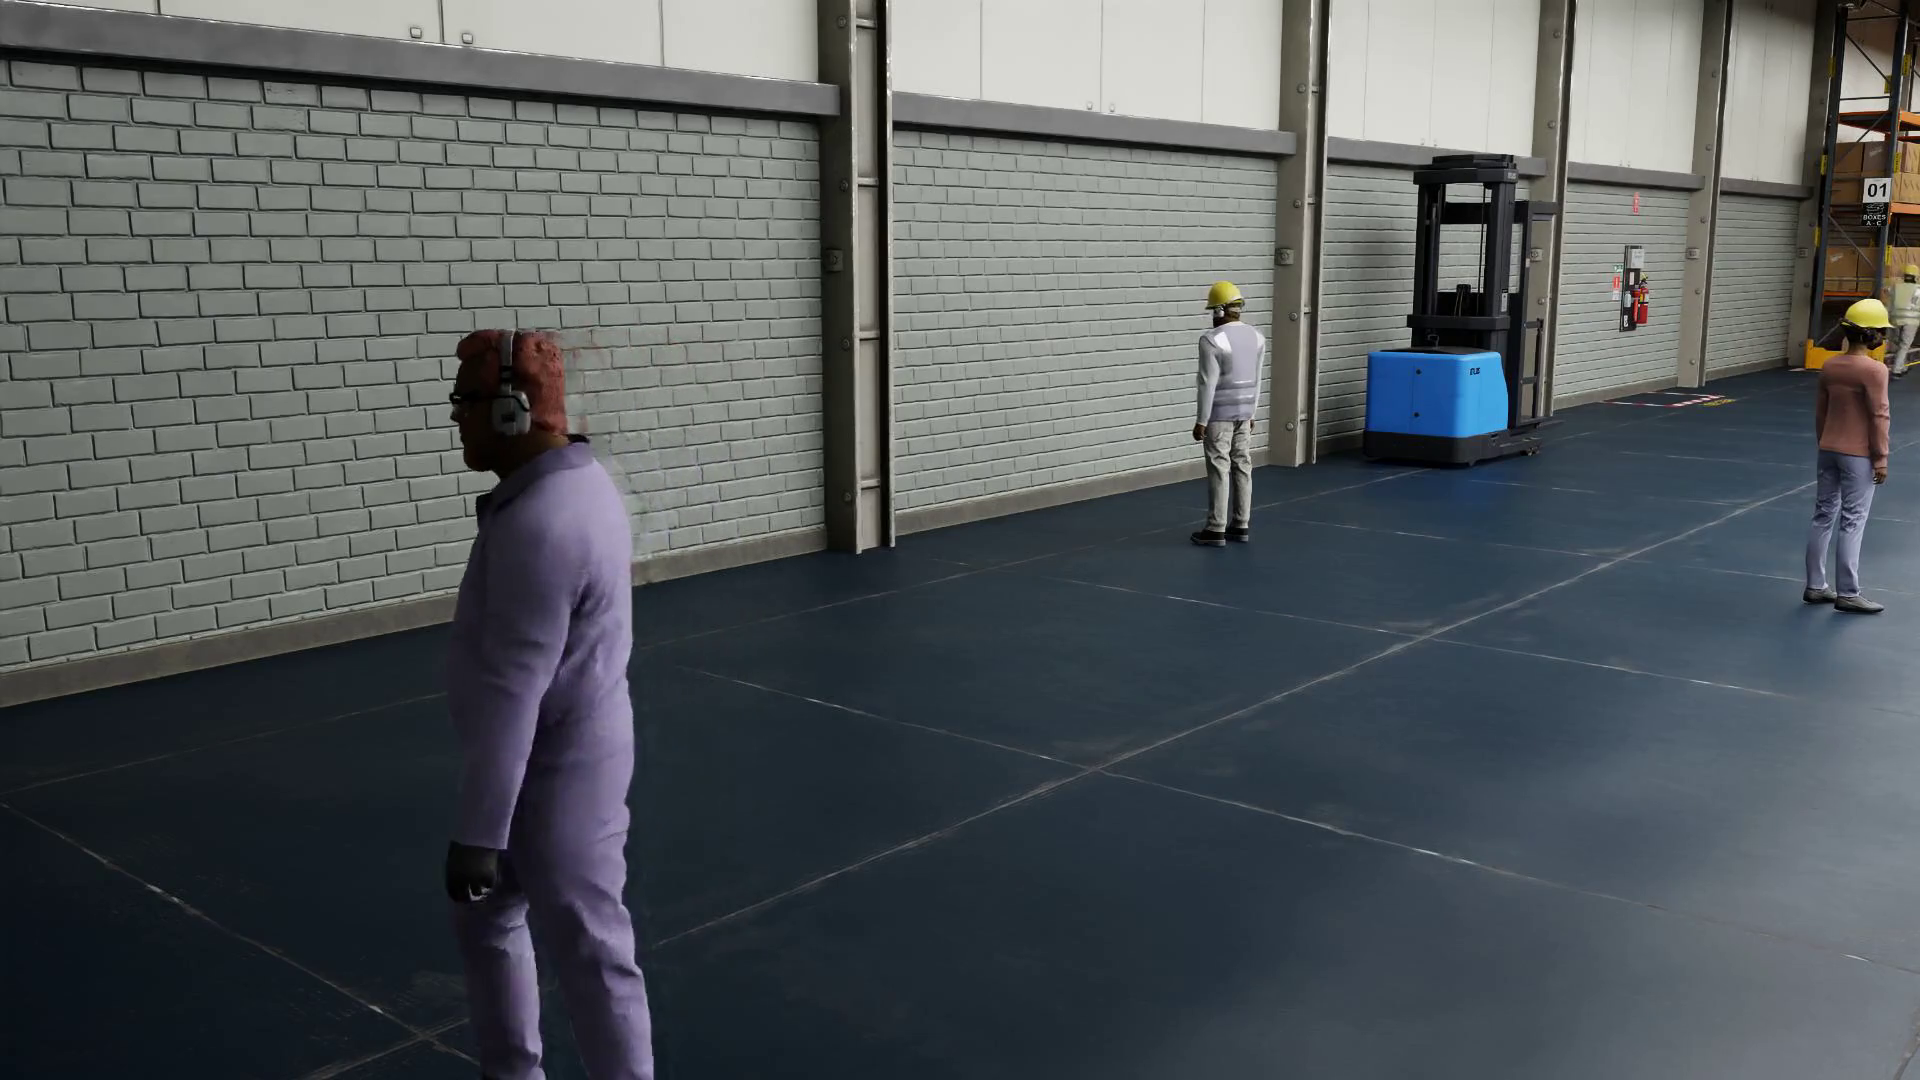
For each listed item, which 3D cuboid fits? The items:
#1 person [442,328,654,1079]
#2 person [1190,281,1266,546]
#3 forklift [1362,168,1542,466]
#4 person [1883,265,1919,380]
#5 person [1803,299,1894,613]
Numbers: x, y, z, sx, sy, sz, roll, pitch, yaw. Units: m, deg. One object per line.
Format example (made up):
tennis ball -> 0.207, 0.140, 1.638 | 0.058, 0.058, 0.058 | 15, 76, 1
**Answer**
person -> -0.975, 0.503, 3.523 | 0.708, 1.882, 0.673 | -1, 10, -8
person -> 1.845, -0.881, 11.588 | 0.586, 1.827, 0.404 | -8, 13, -38
forklift -> 4.875, -2.212, 16.287 | 1.129, 2.768, 1.873 | 8, 13, 40
person -> 14.927, -3.422, 26.175 | 0.941, 1.778, 0.621 | -8, 13, -39
person -> 5.093, -0.483, 9.494 | 0.314, 1.769, 0.525 | -2, 10, -11
